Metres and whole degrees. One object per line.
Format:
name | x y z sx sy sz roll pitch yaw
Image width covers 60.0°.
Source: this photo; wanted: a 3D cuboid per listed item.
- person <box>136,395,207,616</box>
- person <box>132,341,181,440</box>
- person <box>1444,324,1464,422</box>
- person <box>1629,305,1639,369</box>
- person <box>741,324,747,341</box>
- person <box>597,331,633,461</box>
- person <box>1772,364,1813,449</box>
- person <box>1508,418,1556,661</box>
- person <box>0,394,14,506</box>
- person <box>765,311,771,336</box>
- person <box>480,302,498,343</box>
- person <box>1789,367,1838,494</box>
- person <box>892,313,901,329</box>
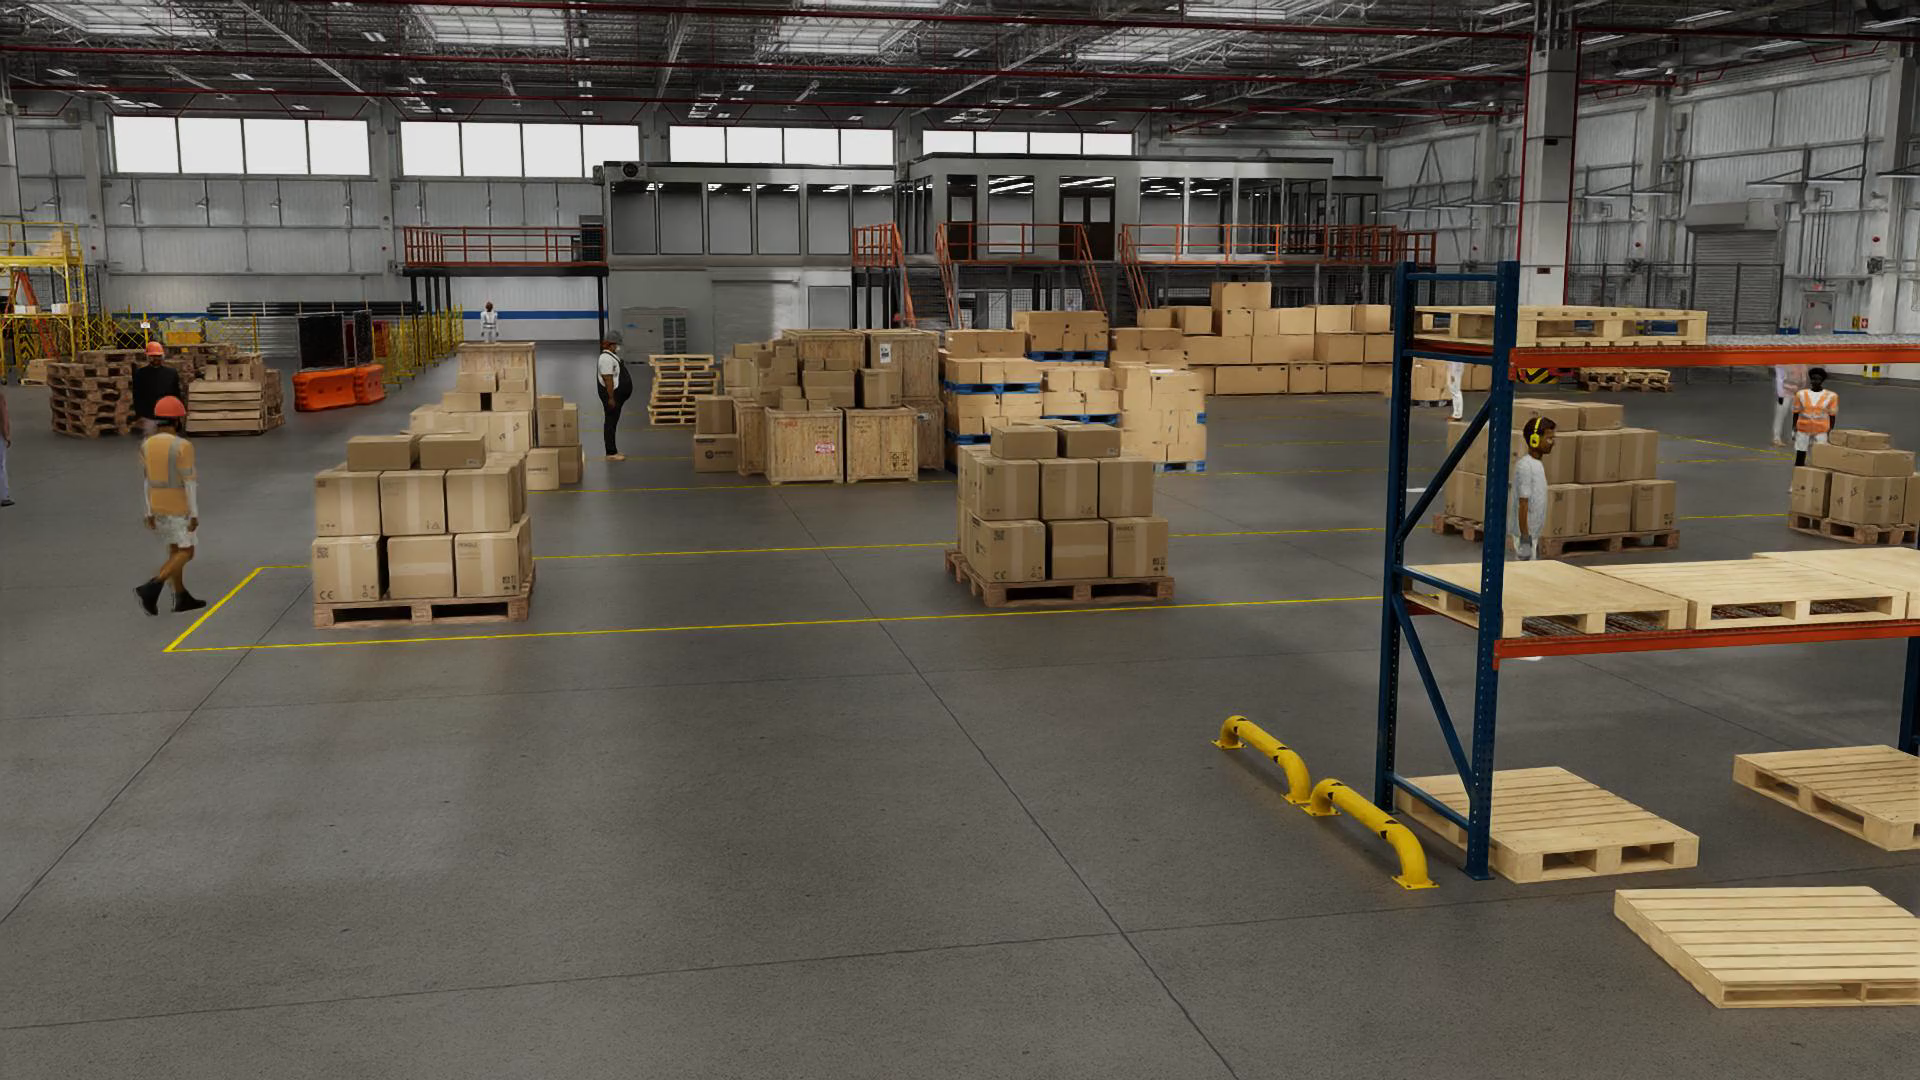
person | -6.815 -0.276 14.268 0.549 1.920 0.720 4 10 21
person | -10.975 -1.717 22.780 0.611 1.996 0.387 -7 11 -35
person | 9.610 -3.250 32.366 0.387 1.927 0.645 3 10 20
person | 19.771 -5.995 49.169 0.594 1.899 0.898 -3 10 -18
person | -7.270 -6.904 55.578 0.874 1.582 0.521 2 10 12
person | -5.379 -2.262 25.963 0.536 2.000 0.688 -2 9 -10
person | 13.829 -2.400 27.548 0.647 1.791 0.951 -2 9 -11
person | 4.383 -0.015 12.803 0.310 1.864 0.534 4 10 26
person | -12.205 -1.288 20.865 0.525 1.769 0.314 -3 10 -20
person | -6.965 -7.583 59.027 0.956 1.820 0.535 4 10 23
person | -15.377 -6.837 54.375 0.585 1.874 0.382 -7 12 -37
person | 11.253 -1.432 21.947 0.540 1.695 0.317 6 11 34
person | -1.515 -4.359 39.122 0.571 1.913 0.780 9 13 44
